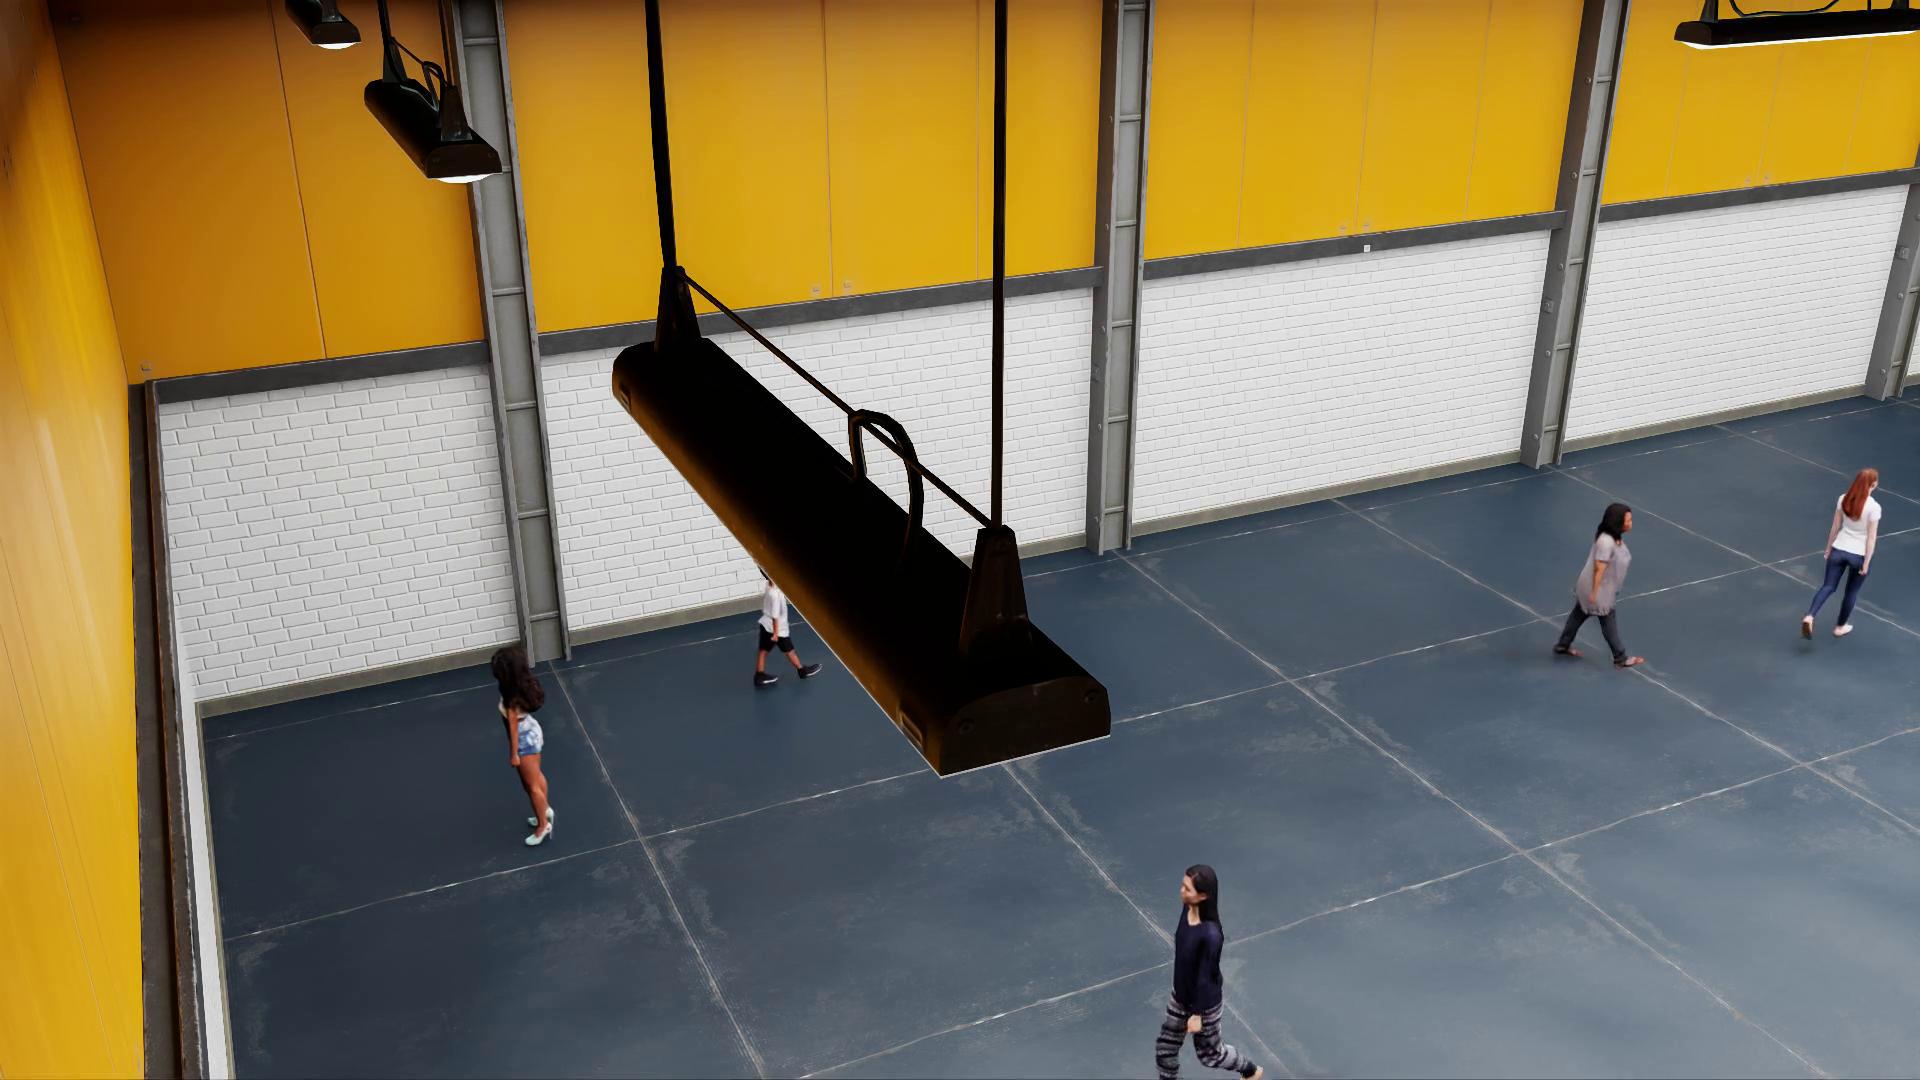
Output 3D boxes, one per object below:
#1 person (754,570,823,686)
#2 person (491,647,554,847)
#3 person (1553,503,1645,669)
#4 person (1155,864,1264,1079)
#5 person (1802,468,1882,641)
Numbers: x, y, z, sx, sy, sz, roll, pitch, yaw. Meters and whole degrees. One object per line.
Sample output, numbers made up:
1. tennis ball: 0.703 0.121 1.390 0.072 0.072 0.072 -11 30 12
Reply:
1. person: -1.709 0.743 14.758 0.824 1.229 0.511 -10 25 -21
2. person: -3.264 1.529 12.476 0.643 1.618 0.622 -4 24 -10
3. person: 5.729 0.403 15.113 1.093 1.569 1.003 6 24 14
4. person: 1.476 2.661 9.776 1.057 1.707 0.702 -7 25 -16
5. person: 8.208 0.177 15.443 1.072 1.719 0.703 -16 28 -32
